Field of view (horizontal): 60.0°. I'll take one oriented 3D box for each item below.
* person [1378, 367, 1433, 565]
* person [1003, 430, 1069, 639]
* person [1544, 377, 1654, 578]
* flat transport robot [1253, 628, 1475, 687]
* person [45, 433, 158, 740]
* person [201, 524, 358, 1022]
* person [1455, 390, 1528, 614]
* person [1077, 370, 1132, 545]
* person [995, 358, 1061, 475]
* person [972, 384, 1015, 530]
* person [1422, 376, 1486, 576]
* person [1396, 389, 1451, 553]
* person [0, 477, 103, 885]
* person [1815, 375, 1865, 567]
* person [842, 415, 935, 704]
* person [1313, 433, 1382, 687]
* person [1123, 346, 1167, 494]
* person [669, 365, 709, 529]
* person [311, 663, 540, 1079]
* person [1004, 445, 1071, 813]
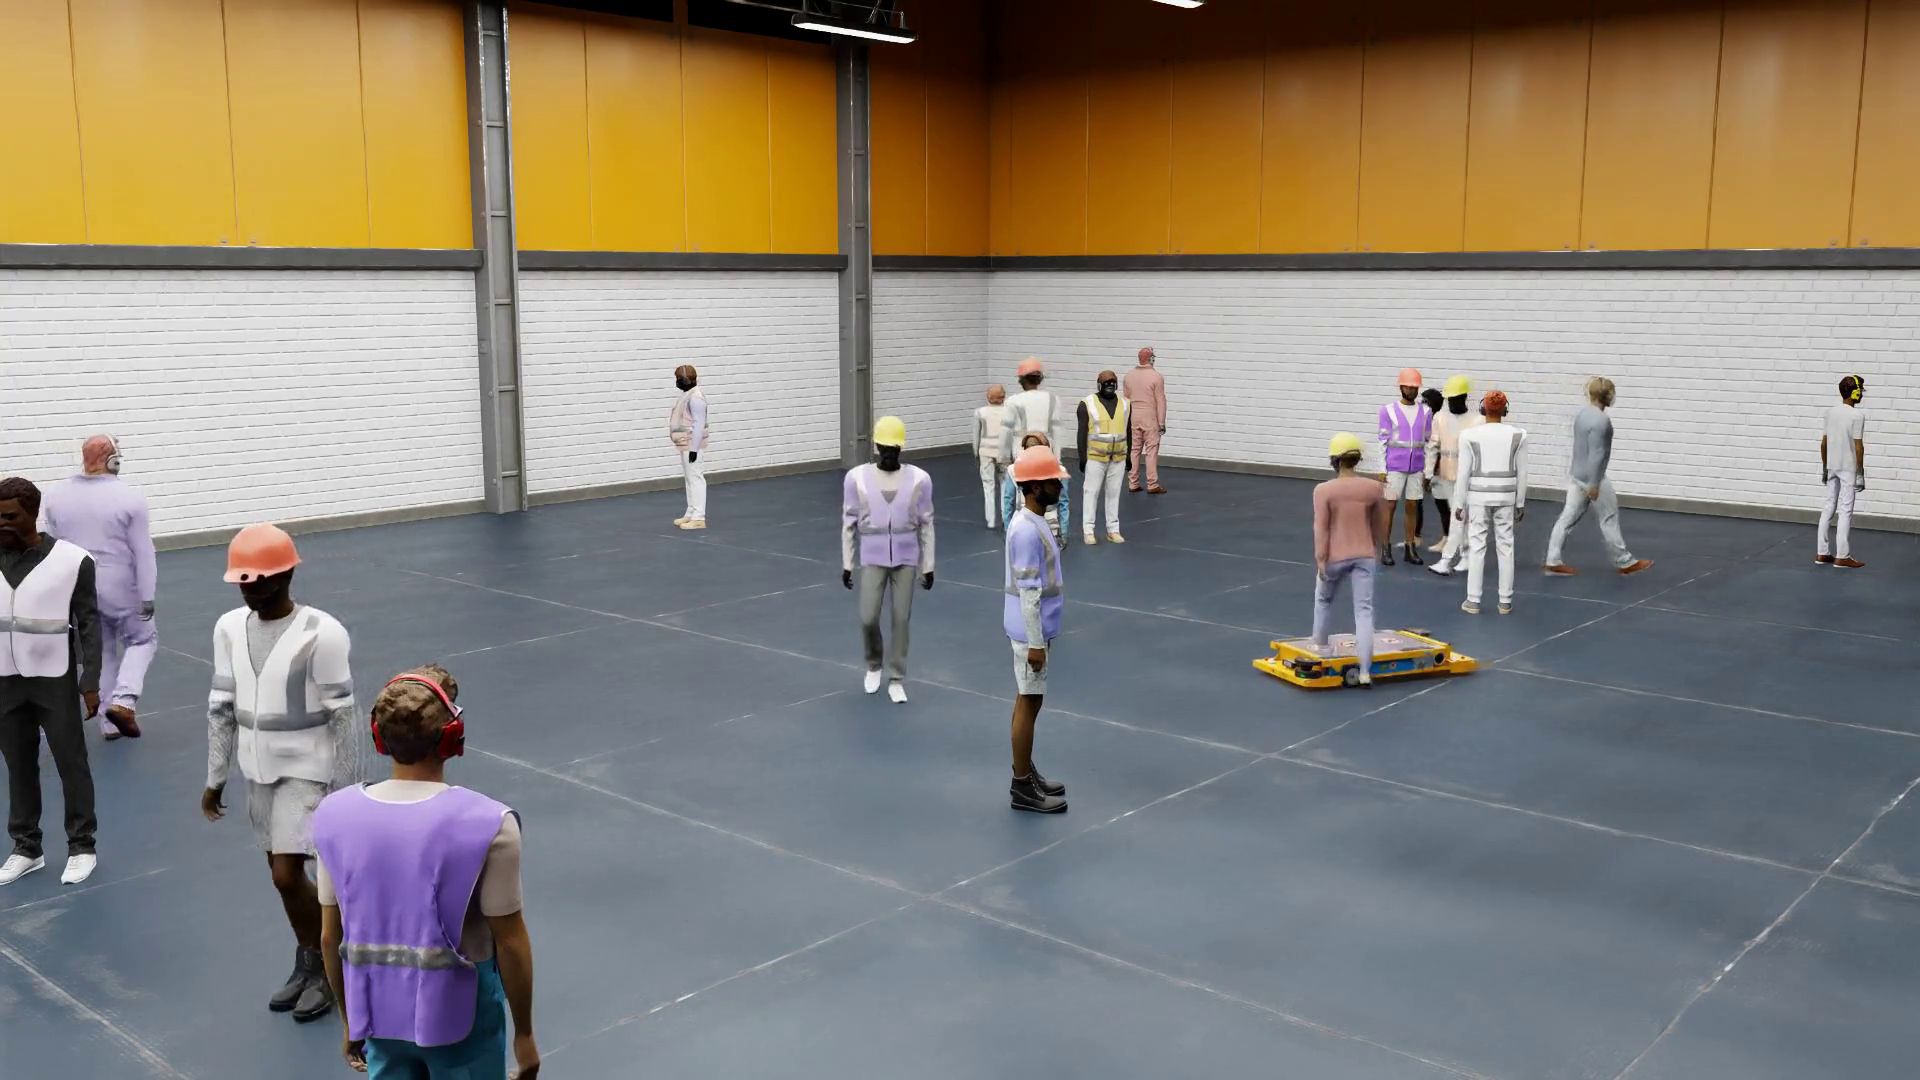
[{"bbox_3d":[4.359,-0.718,16.278,0.545,1.942,0.349,-1,9,-7],"label":"person"},{"bbox_3d":[0.592,-0.043,12.988,0.521,1.638,0.311,2,9,12],"label":"person"},{"bbox_3d":[5.973,-0.572,15.530,1.003,1.882,0.651,0,9,1],"label":"person"},{"bbox_3d":[2.870,0.826,11.810,1.431,0.197,0.652,-4,10,-22],"label":"flat transport robot"},{"bbox_3d":[-5.163,0.300,10.069,0.642,1.888,0.484,0,9,0],"label":"person"},{"bbox_3d":[-2.590,0.884,6.319,0.551,1.916,0.513,3,10,20],"label":"person"},{"bbox_3d":[4.445,-0.314,13.926,0.572,1.883,0.355,1,9,8],"label":"person"},{"bbox_3d":[1.541,-0.871,17.550,0.626,1.843,0.430,-3,9,-18],"label":"person"},{"bbox_3d":[0.710,-0.879,17.201,0.638,1.975,1.101,-4,10,-22],"label":"person"},{"bbox_3d":[0.395,-0.944,18.703,0.522,1.612,0.686,0,9,2],"label":"person"},{"bbox_3d":[4.640,-0.597,15.690,0.929,1.877,0.582,-6,11,-35],"label":"person"},{"bbox_3d":[4.736,-0.695,16.909,0.670,1.674,0.563,-1,9,-6],"label":"person"},{"bbox_3d":[-4.304,0.651,7.760,0.596,1.915,0.374,0,9,-1],"label":"person"},{"bbox_3d":[8.609,-0.668,16.190,0.324,1.871,0.526,-3,9,-16],"label":"person"},{"bbox_3d":[-0.468,0.127,11.042,0.617,1.912,0.397,-1,9,-6],"label":"person"},{"bbox_3d":[2.683,0.125,11.641,0.522,1.736,0.855,-1,9,-6],"label":"person"},{"bbox_3d":[2.429,-1.554,21.624,0.645,1.913,0.409,8,12,42],"label":"person"},{"bbox_3d":[-3.034,-1.041,18.638,0.430,1.838,0.619,-3,10,-19],"label":"person"},{"bbox_3d":[-1.358,1.241,4.263,0.564,1.850,0.390,2,9,10],"label":"person"},{"bbox_3d":[0.408,0.466,8.840,0.347,1.943,0.544,1,9,3],"label":"person"}]
